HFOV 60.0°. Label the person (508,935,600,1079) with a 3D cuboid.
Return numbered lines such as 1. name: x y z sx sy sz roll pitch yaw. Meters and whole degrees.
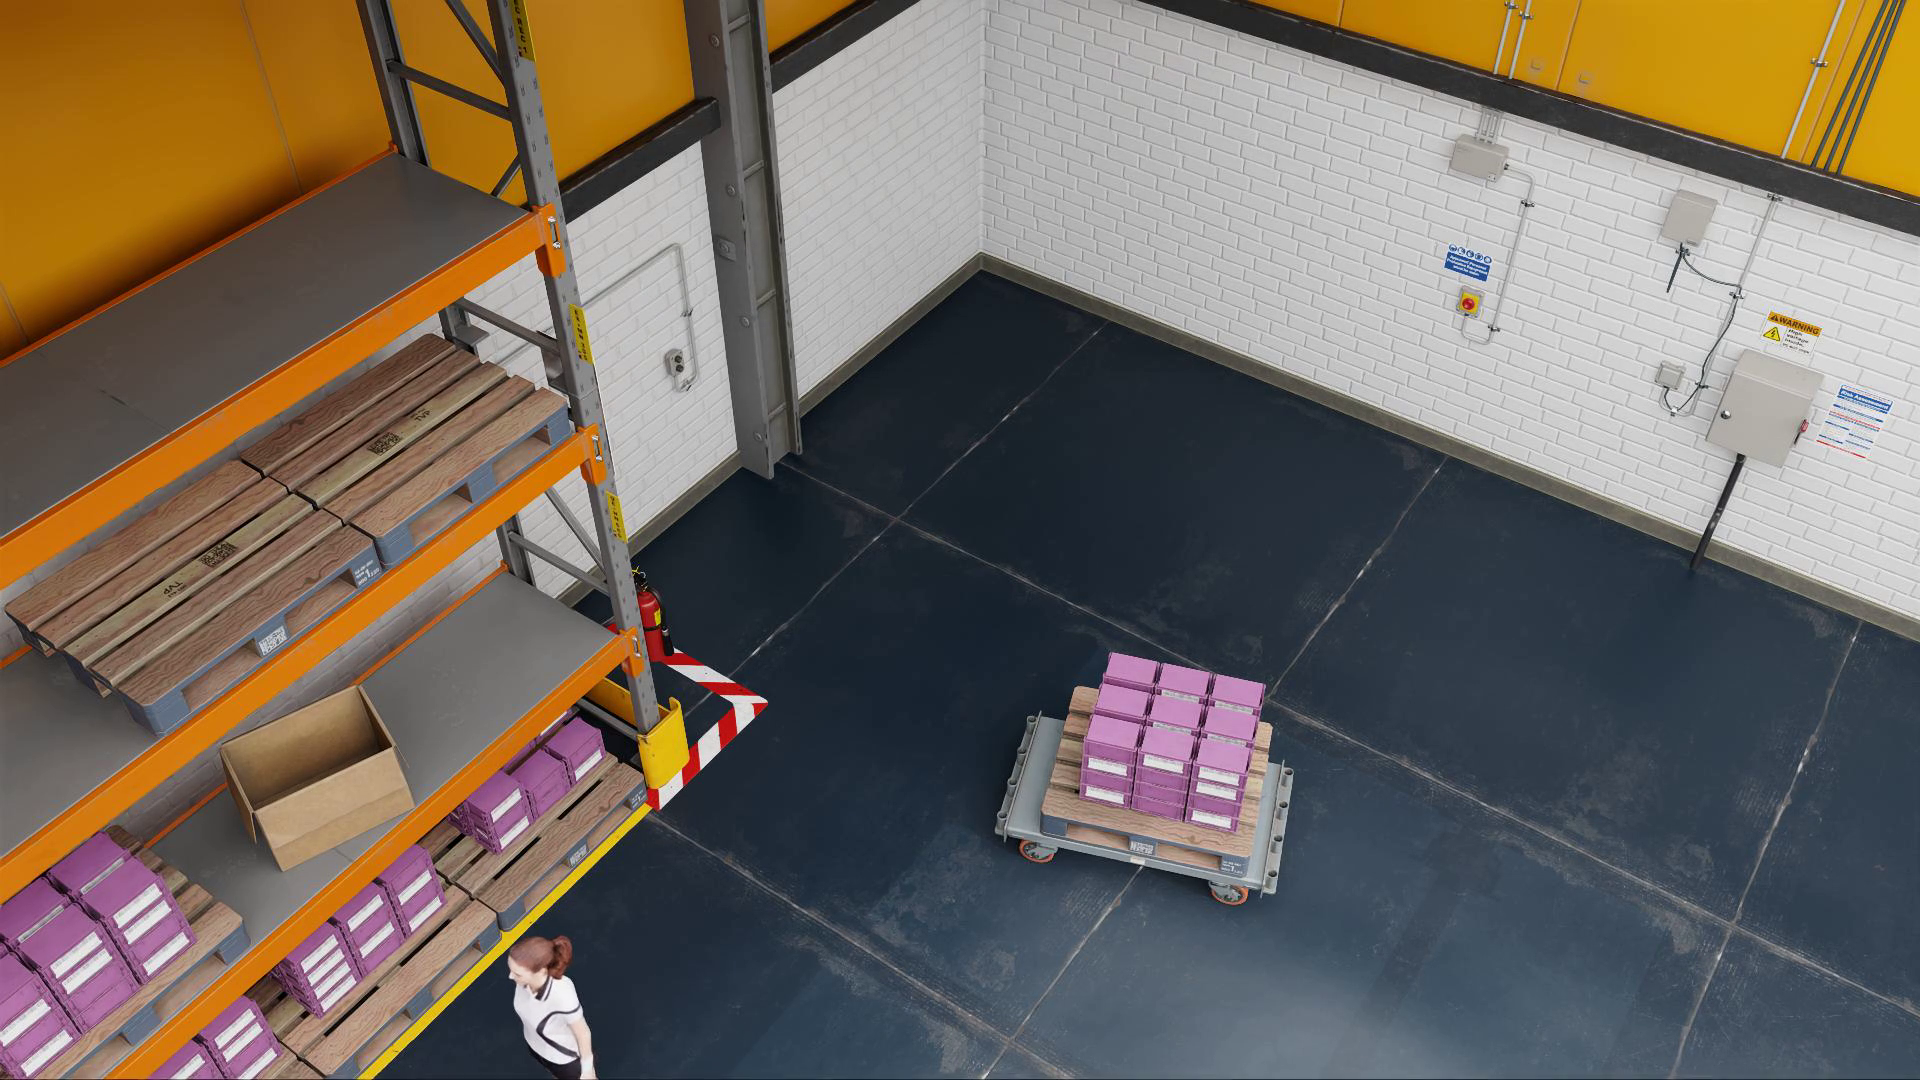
1. person: -1.932 2.442 8.082 0.585 1.750 0.544 30 51 28
